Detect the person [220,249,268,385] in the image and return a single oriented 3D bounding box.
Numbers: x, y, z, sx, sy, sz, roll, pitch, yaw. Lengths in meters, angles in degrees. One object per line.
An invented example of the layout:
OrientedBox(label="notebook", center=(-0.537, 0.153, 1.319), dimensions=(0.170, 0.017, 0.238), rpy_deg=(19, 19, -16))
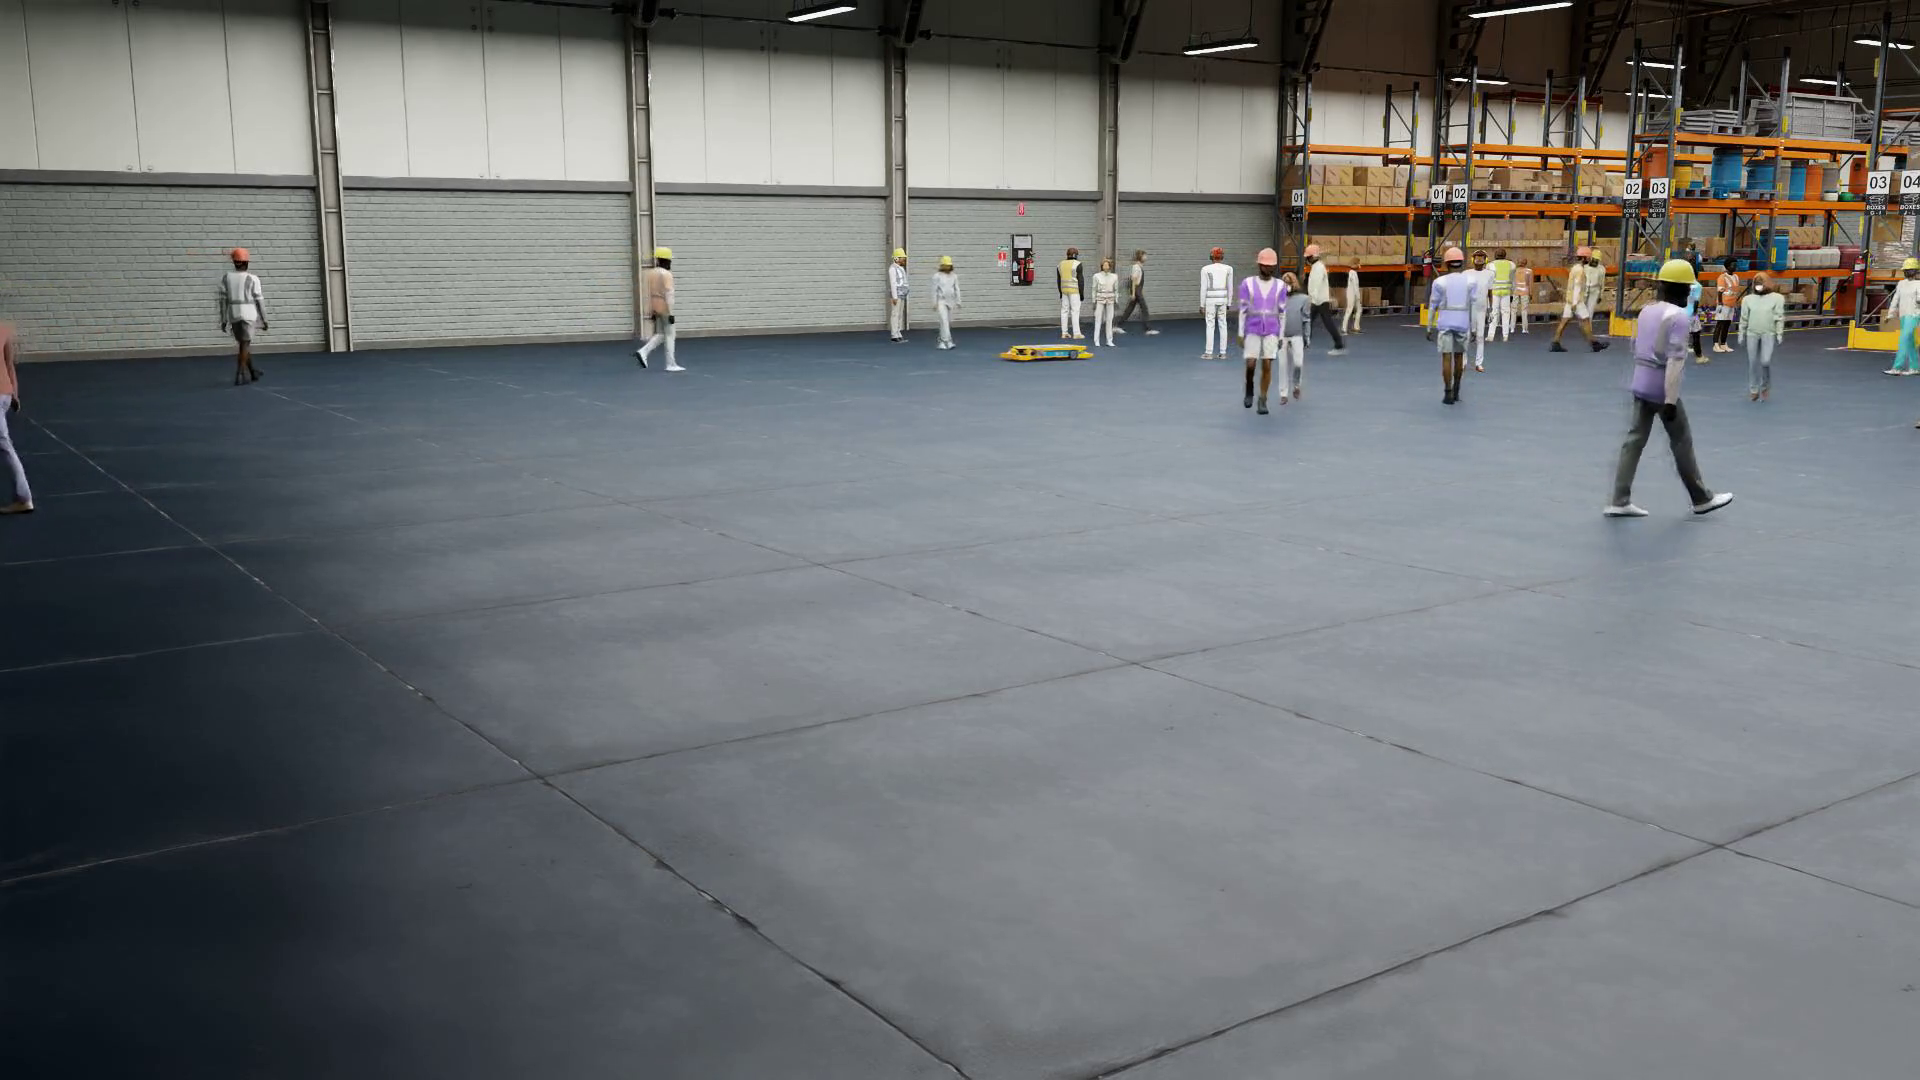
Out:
OrientedBox(label="person", center=(-10.036, -3.133, 23.364), dimensions=(0.569, 1.878, 1.008), rpy_deg=(1, 10, 5))

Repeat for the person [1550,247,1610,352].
OrientedBox(label="person", center=(11.068, -4.271, 29.632), dimensions=(1.028, 1.869, 0.552), rpy_deg=(0, 10, 1))

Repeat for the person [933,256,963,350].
OrientedBox(label="person", center=(-0.236, -4.323, 30.393), dimensions=(0.501, 1.693, 0.892), rpy_deg=(-6, 12, -28))

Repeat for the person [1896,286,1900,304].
OrientedBox(label="person", center=(19.240, -5.043, 33.762), dimensions=(0.399, 1.913, 0.589), rpy_deg=(1, 10, 5))

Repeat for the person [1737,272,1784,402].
OrientedBox(label="person", center=(9.995, -2.532, 20.801), dimensions=(0.522, 1.611, 0.484), rpy_deg=(8, 13, 38))

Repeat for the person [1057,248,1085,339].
OrientedBox(label="person", center=(2.270, -5.000, 33.733), dimensions=(0.621, 1.838, 0.429), rpy_deg=(9, 14, 40))

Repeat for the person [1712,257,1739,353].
OrientedBox(label="person", center=(13.645, -4.174, 29.583), dimensions=(0.540, 1.695, 0.317), rpy_deg=(-7, 12, -34))

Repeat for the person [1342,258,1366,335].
OrientedBox(label="person", center=(8.349, -5.117, 34.993), dimensions=(0.638, 1.613, 0.507), rpy_deg=(3, 11, 14))

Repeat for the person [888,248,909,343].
OrientedBox(label="person", center=(-1.192, -4.766, 32.453), dimensions=(0.404, 1.835, 0.586), rpy_deg=(3, 11, 15))

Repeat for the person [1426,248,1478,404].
OrientedBox(label="person", center=(6.095, -2.662, 20.692), dimensions=(0.572, 1.910, 0.783), rpy_deg=(1, 10, 6))

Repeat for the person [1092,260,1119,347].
OrientedBox(label="person", center=(2.731, -4.439, 31.236), dimensions=(0.515, 1.628, 0.394), rpy_deg=(-2, 11, -10))

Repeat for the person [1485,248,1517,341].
OrientedBox(label="person", center=(10.656, -4.852, 32.901), dimensions=(0.622, 1.845, 0.430), rpy_deg=(0, 10, 0))

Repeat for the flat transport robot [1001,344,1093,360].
OrientedBox(label="flat transport robot", center=(1.466, -3.164, 27.957), dimensions=(1.431, 0.197, 0.652), rpy_deg=(-5, 12, -27))

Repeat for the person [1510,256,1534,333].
OrientedBox(label="person", center=(11.972, -5.228, 35.515), dimensions=(0.510, 1.642, 0.308), rpy_deg=(6, 12, 28))

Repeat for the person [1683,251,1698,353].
OrientedBox(label="person", center=(12.747, -4.223, 29.561), dimensions=(0.606, 1.804, 0.643), rpy_deg=(7, 12, 33))

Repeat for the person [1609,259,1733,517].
OrientedBox(label="person", center=(5.229, -1.096, 12.181), dimensions=(0.945, 1.880, 0.617), rpy_deg=(-2, 10, -10))

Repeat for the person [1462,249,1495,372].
OrientedBox(label="person", center=(7.872, -3.486, 25.356), dimensions=(0.514, 1.865, 0.329), rpy_deg=(2, 10, 9))

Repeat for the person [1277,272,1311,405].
OrientedBox(label="person", center=(4.032, -2.466, 20.413), dimensions=(0.535, 1.620, 0.340), rpy_deg=(3, 11, 17))

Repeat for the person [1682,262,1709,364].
OrientedBox(label="person", center=(11.727, -3.655, 26.873), dimensions=(0.884, 1.651, 0.541), rpy_deg=(-5, 11, -25))

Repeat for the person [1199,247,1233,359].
OrientedBox(label="person", center=(4.318, -3.993, 28.080), dimensions=(0.578, 1.883, 0.353), rpy_deg=(-3, 11, -15))

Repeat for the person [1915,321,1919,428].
OrientedBox(label="person", center=(10.600, -2.126, 17.775), dimensions=(0.643, 1.911, 0.411), rpy_deg=(7, 12, 33))

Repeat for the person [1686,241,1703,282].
OrientedBox(label="person", center=(18.059, -6.411, 41.185), dimensions=(0.370, 1.940, 0.627), rpy_deg=(-4, 11, -21))

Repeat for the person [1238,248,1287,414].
OrientedBox(label="person", center=(3.520, -2.426, 19.355), dimensions=(0.553, 1.925, 0.456), rpy_deg=(0, 10, 2))

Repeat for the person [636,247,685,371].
OrientedBox(label="person", center=(-4.587, -3.520, 25.423), dimensions=(0.658, 1.909, 0.592), rpy_deg=(-7, 12, -34))

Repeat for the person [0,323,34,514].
OrientedBox(label="person", center=(-7.286, -1.049, 12.313), dimensions=(0.798, 1.732, 0.543), rpy_deg=(0, 10, 2))

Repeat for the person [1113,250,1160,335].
OrientedBox(label="person", center=(3.693, -5.214, 35.047), dimensions=(0.969, 1.798, 0.518), rpy_deg=(1, 10, 6))

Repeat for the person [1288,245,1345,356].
OrientedBox(label="person", center=(6.210, -4.123, 28.721), dimensions=(1.030, 1.931, 0.634), rpy_deg=(-1, 10, -5))

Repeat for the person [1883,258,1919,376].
OrientedBox(label="person", center=(13.987, -3.295, 24.676), dimensions=(0.810, 1.736, 0.546), rpy_deg=(-1, 10, -6))

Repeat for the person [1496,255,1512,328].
OrientedBox(label="person", center=(12.368, -5.635, 37.754), dimensions=(0.308, 1.639, 0.516), rpy_deg=(-6, 12, -31))

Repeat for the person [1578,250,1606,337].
OrientedBox(label="person", center=(13.090, -5.137, 34.608), dimensions=(0.602, 1.795, 0.809), rpy_deg=(4, 11, 22))
